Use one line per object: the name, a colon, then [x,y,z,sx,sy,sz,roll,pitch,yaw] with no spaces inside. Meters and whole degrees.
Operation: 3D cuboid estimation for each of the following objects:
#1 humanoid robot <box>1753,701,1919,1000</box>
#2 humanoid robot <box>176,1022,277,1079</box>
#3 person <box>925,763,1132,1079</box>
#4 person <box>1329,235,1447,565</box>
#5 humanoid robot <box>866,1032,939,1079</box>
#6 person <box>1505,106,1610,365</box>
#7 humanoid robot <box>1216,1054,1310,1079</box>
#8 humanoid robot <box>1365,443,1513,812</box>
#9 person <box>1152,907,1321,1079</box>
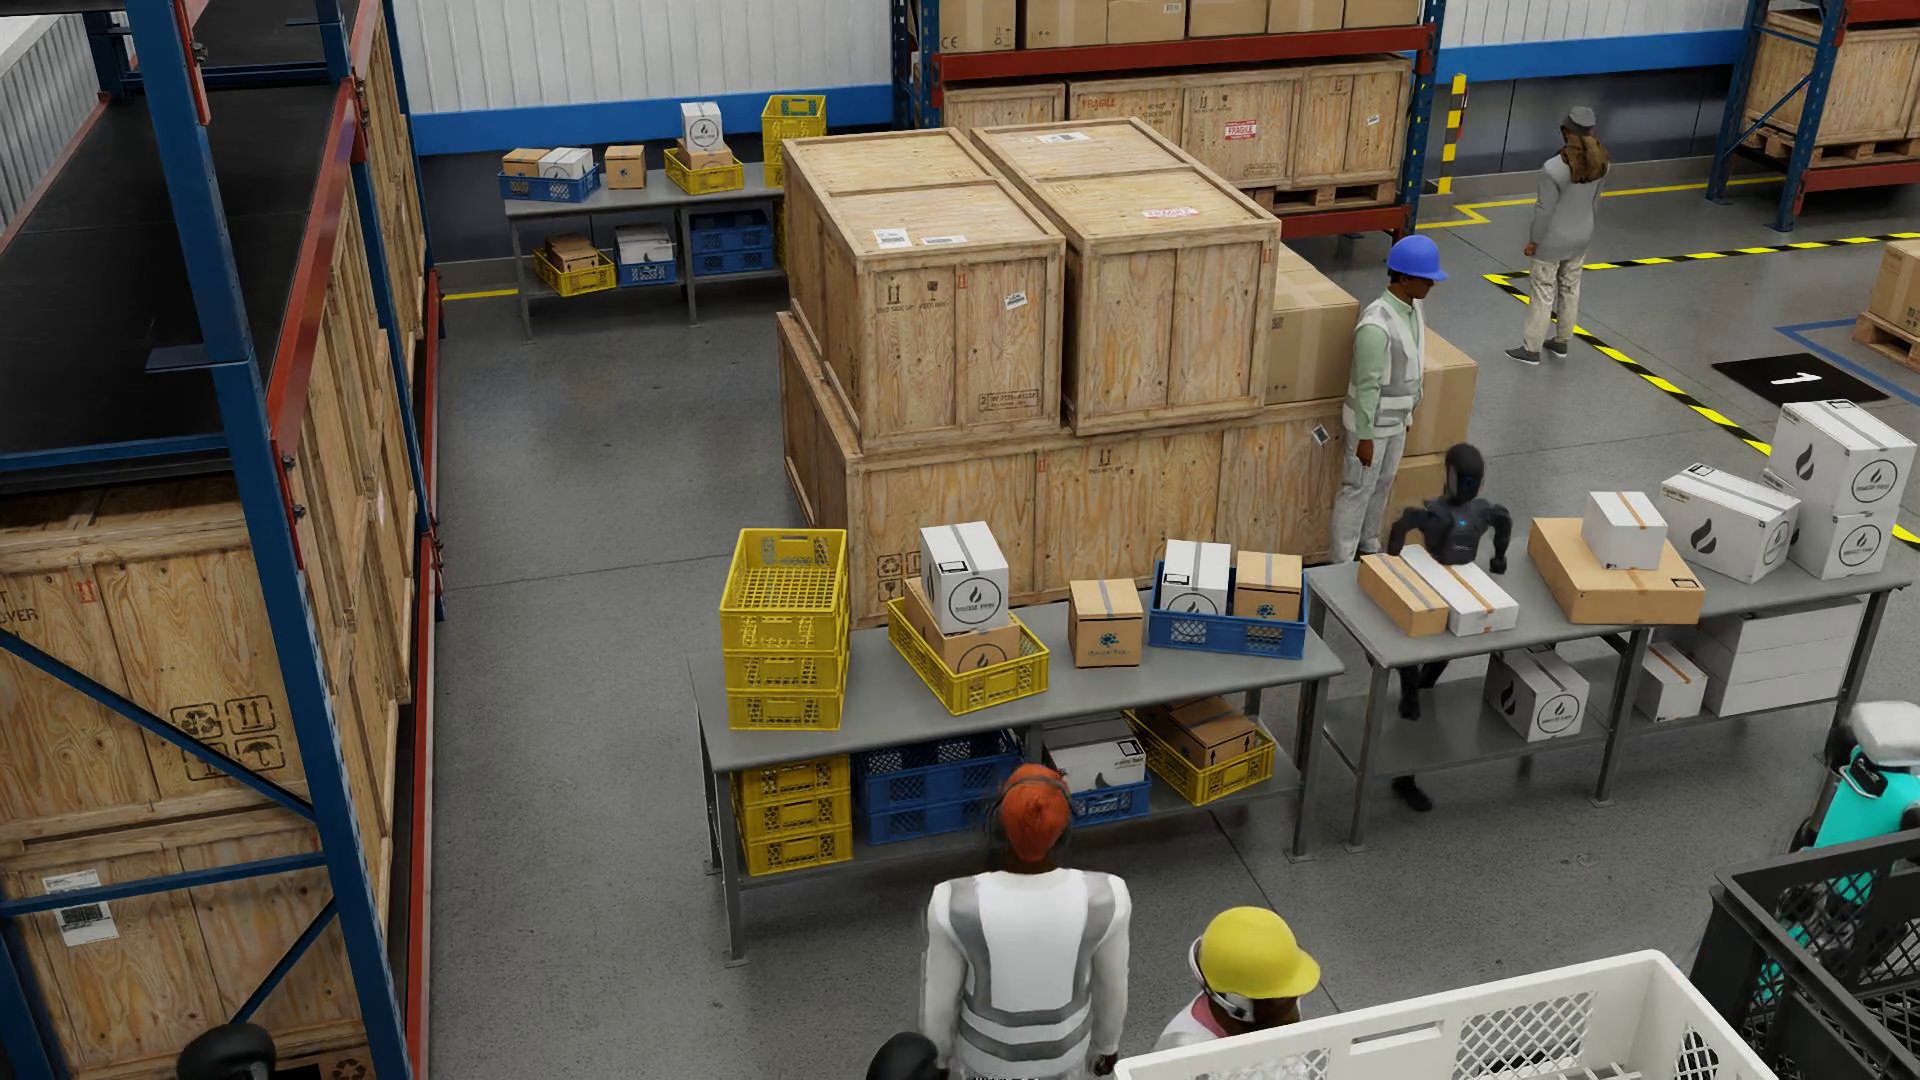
humanoid robot: [2.513,1.342,5.260,0.742,1.878,0.540,0,29,-1]
humanoid robot: [-1.859,1.873,4.263,0.490,1.644,0.625,-25,37,-37]
person: [0.186,1.458,4.810,0.592,1.883,0.339,-3,29,-6]
person: [2.175,-0.629,8.532,0.413,1.939,0.608,20,34,31]
humanoid robot: [-0.142,1.897,4.197,0.599,1.657,0.315,10,30,17]
person: [4.087,-2.055,11.289,0.572,1.768,0.397,-15,32,-24]
humanoid robot: [0.486,1.926,4.047,0.673,1.765,0.548,1,29,1]
humanoid robot: [2.043,0.313,7.158,0.603,1.636,0.770,-3,29,-5]
person: [0.705,1.704,4.398,0.404,1.837,0.590,20,35,32]
